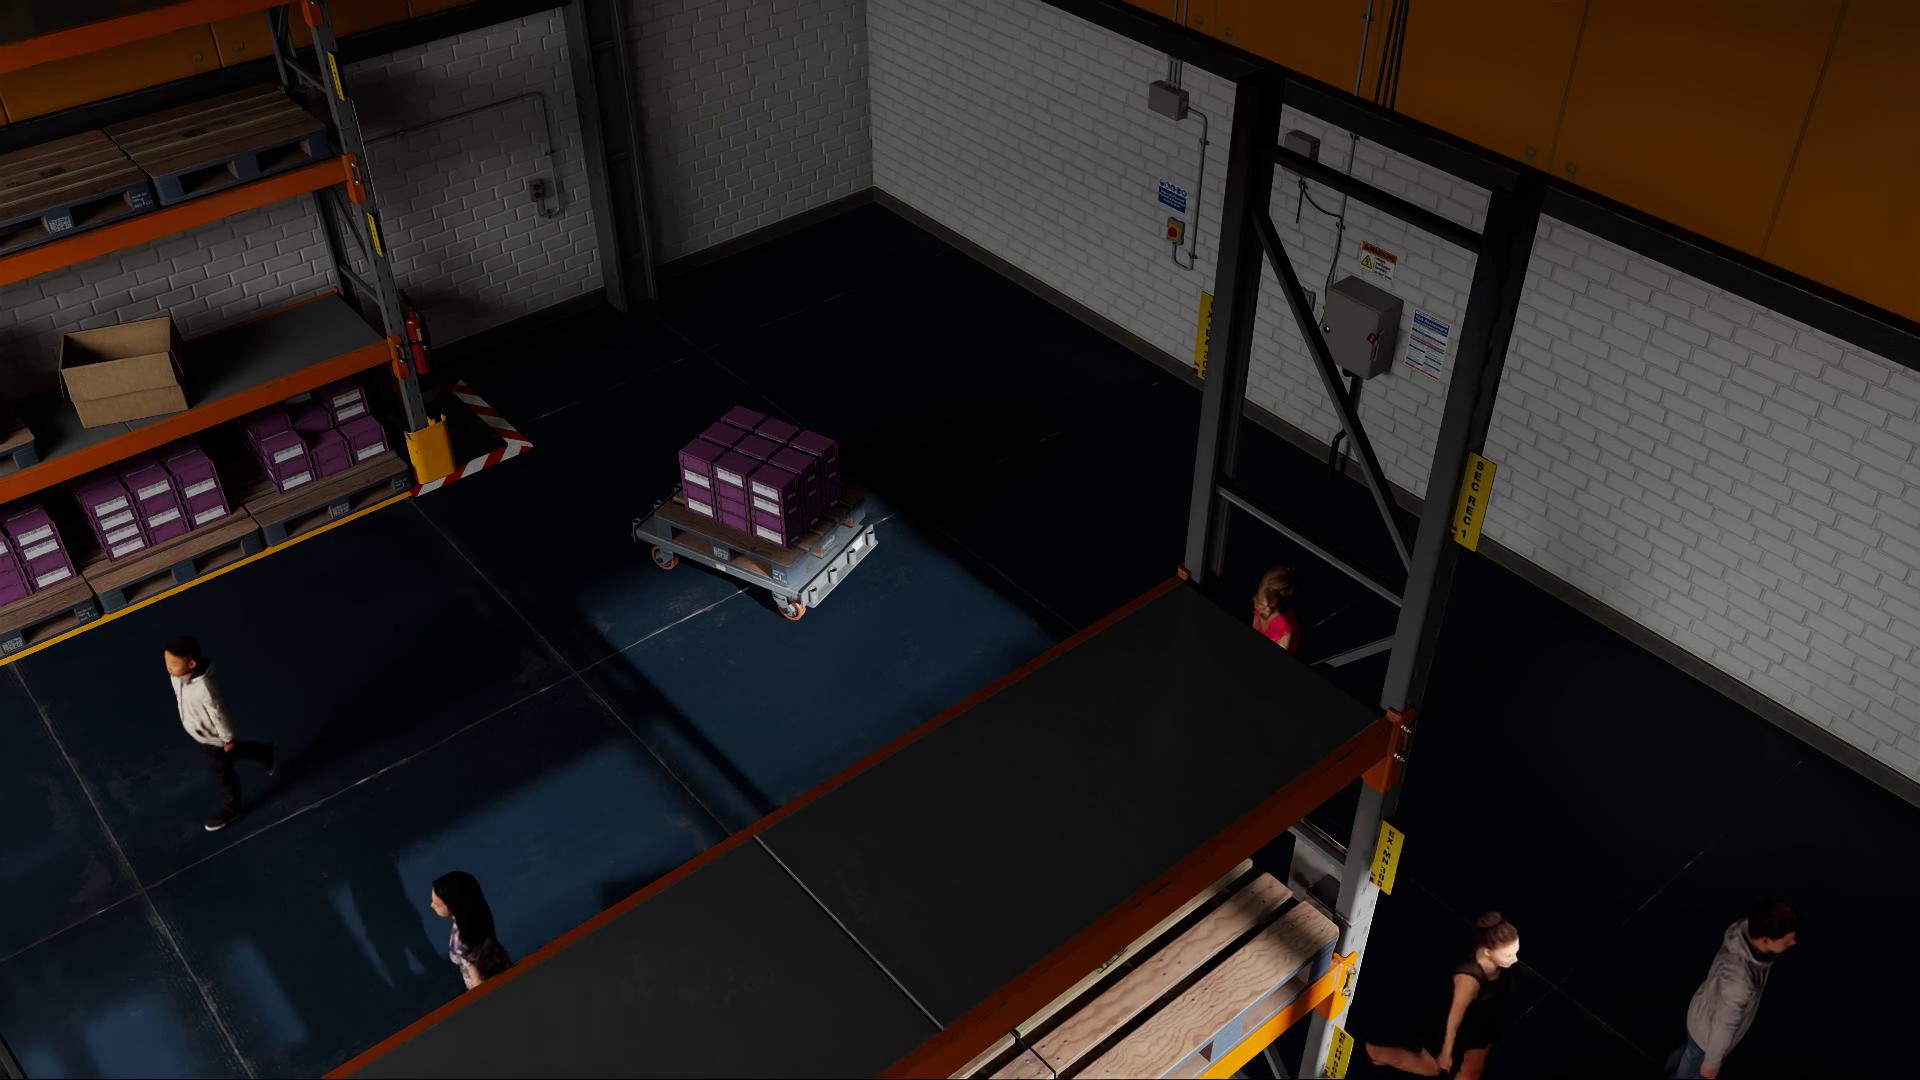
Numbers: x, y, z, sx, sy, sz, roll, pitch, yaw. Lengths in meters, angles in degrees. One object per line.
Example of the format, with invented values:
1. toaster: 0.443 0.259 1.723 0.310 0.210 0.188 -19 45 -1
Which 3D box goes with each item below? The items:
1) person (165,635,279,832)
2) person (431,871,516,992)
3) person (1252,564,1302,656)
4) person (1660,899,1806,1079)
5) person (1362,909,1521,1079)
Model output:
1. person: -4.579 1.113 10.278 0.666 1.441 0.891 27 46 29
2. person: -2.354 2.287 8.579 0.802 1.727 0.748 -7 39 -9
3. person: 1.914 0.826 10.408 0.673 1.728 0.657 -8 39 -10
4. person: 3.781 2.407 8.330 0.792 1.850 0.623 21 43 25
5. person: 2.484 2.417 8.476 0.701 1.653 0.938 28 46 30
